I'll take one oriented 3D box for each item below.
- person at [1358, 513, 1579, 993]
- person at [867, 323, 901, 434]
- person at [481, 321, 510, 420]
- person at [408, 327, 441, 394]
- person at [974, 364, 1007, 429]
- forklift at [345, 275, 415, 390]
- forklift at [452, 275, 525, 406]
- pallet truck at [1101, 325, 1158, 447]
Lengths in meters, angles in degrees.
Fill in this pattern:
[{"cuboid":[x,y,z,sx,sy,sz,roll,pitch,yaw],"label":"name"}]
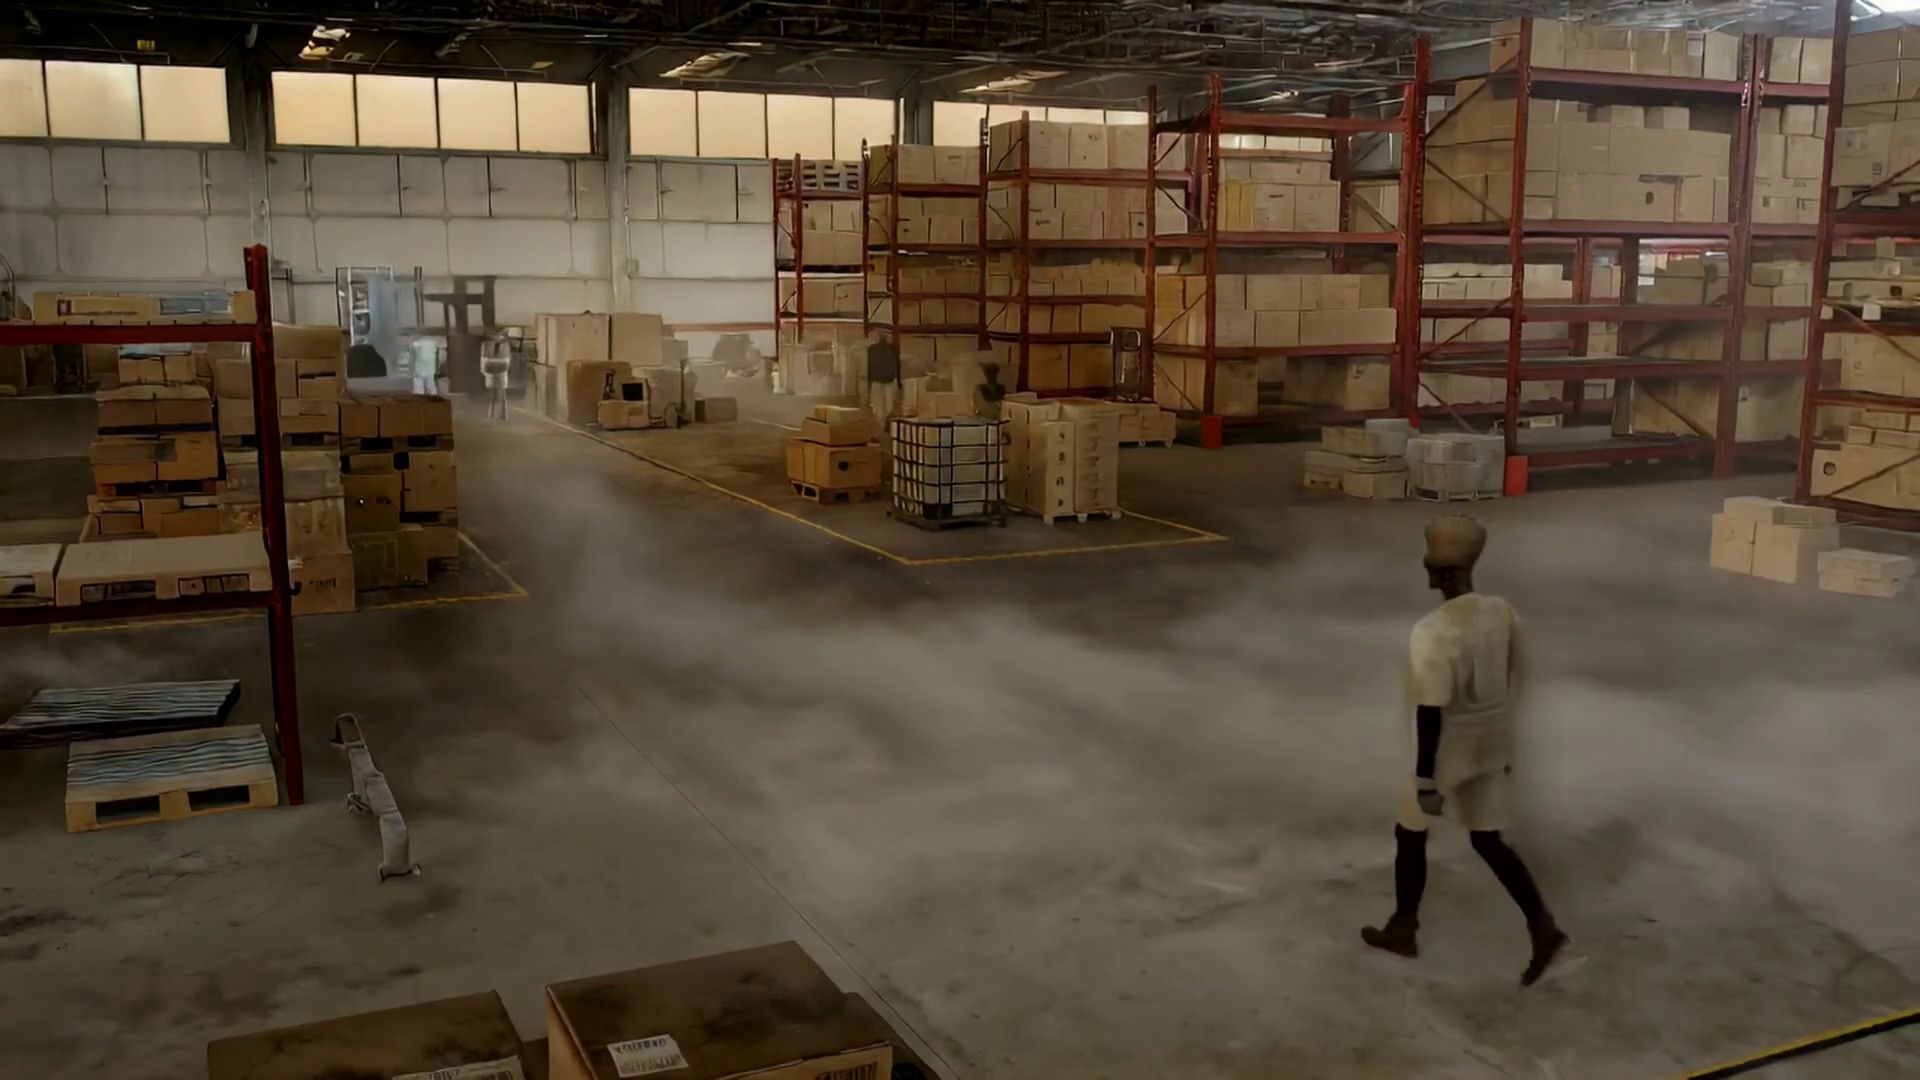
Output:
[{"cuboid":[2.071,0.854,6.713,0.595,1.940,0.899,-6,11,-32],"label":"person"},{"cuboid":[-1.341,-2.884,29.747,0.644,1.980,0.517,2,9,12],"label":"person"},{"cuboid":[-9.065,-3.297,32.460,0.548,1.937,0.379,0,9,-1],"label":"person"},{"cuboid":[-10.460,-3.239,32.451,0.444,1.831,0.630,8,12,42],"label":"person"},{"cuboid":[0.428,-1.585,22.722,0.544,1.645,0.890,-5,11,-30],"label":"person"},{"cuboid":[-14.364,-5.144,40.999,1.873,2.768,1.129,-4,10,-25],"label":"forklift"},{"cuboid":[-10.544,-4.388,36.313,1.129,2.768,1.873,4,10,24],"label":"forklift"},{"cuboid":[2.881,-2.596,27.923,0.823,1.965,1.885,-1,9,-7],"label":"pallet truck"}]
